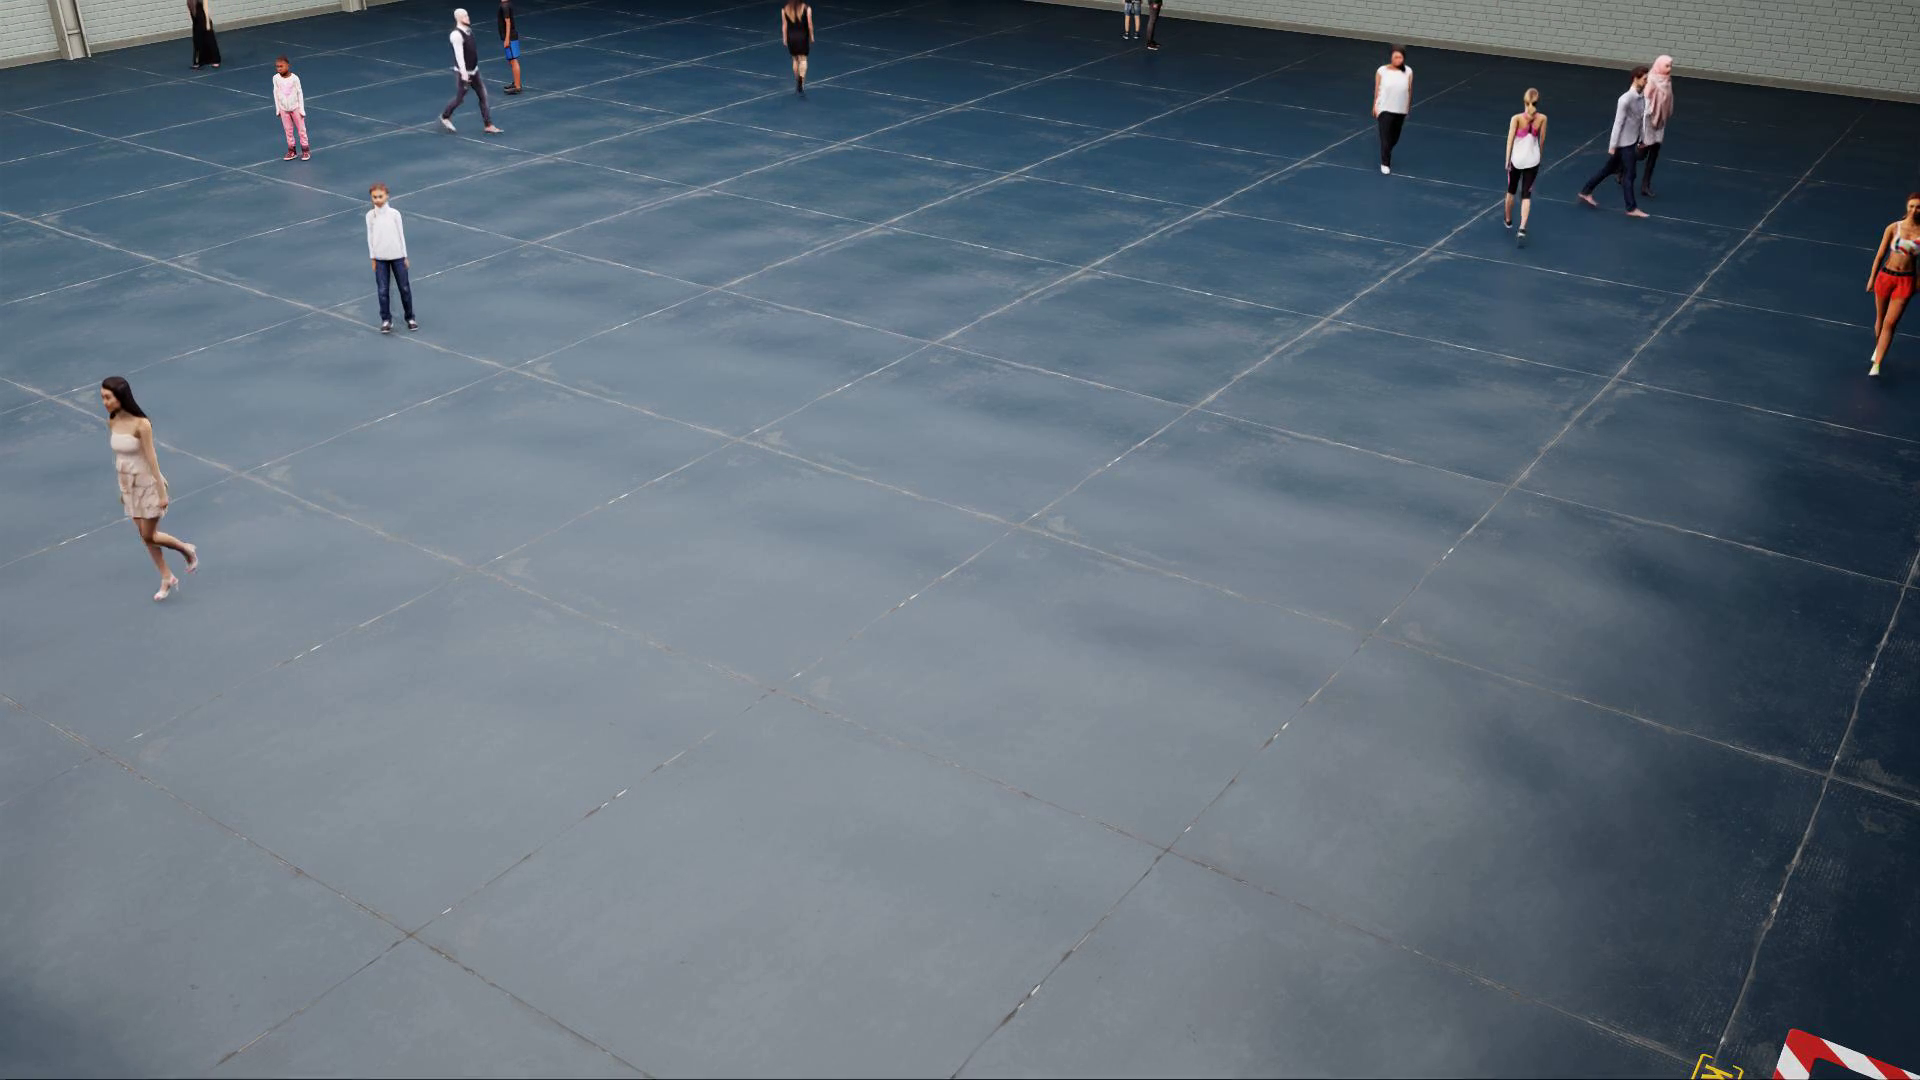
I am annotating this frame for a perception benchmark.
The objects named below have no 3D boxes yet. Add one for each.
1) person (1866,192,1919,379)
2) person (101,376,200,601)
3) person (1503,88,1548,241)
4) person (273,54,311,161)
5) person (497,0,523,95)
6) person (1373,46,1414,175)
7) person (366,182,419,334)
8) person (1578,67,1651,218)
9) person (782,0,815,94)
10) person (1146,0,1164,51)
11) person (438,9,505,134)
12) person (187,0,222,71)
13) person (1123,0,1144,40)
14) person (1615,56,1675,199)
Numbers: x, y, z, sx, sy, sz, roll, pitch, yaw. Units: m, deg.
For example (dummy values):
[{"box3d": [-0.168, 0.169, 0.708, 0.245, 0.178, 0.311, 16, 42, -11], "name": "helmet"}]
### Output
[{"box3d": [9.020, -2.481, 16.049, 0.657, 1.743, 1.163, 15, 31, 26], "name": "person"}, {"box3d": [-5.813, -0.384, 11.998, 0.638, 1.723, 0.733, 13, 30, 23], "name": "person"}, {"box3d": [6.762, -4.447, 19.865, 0.935, 1.746, 1.260, 5, 28, 9], "name": "person"}, {"box3d": [-9.409, -6.086, 23.375, 0.624, 1.445, 0.652, 0, 27, 0], "name": "person"}, {"box3d": [-7.348, -8.214, 27.122, 0.771, 1.799, 0.713, -5, 28, -9], "name": "person"}, {"box3d": [5.928, -5.917, 22.813, 1.006, 1.659, 1.151, 0, 27, 0], "name": "person"}, {"box3d": [-5.859, -2.913, 17.091, 0.609, 1.557, 0.678, -7, 28, -13], "name": "person"}, {"box3d": [8.265, -5.013, 20.898, 0.766, 1.806, 1.140, 20, 34, 34], "name": "person"}, {"box3d": [-2.613, -8.052, 26.933, 0.957, 1.683, 1.138, 3, 27, 5], "name": "person"}, {"box3d": [3.502, -9.749, 29.926, 0.778, 1.714, 0.641, 5, 28, 10], "name": "person"}, {"box3d": [-7.351, -6.876, 24.536, 1.097, 1.786, 1.261, 5, 28, 10], "name": "person"}, {"box3d": [-13.070, -8.945, 28.795, 0.821, 1.566, 1.035, 7, 28, 13], "name": "person"}, {"box3d": [3.270, -10.230, 31.423, 0.631, 1.446, 0.665, 1, 27, 2], "name": "person"}, {"box3d": [8.927, -5.385, 21.636, 0.990, 1.791, 0.962, -13, 30, -24], "name": "person"}]
